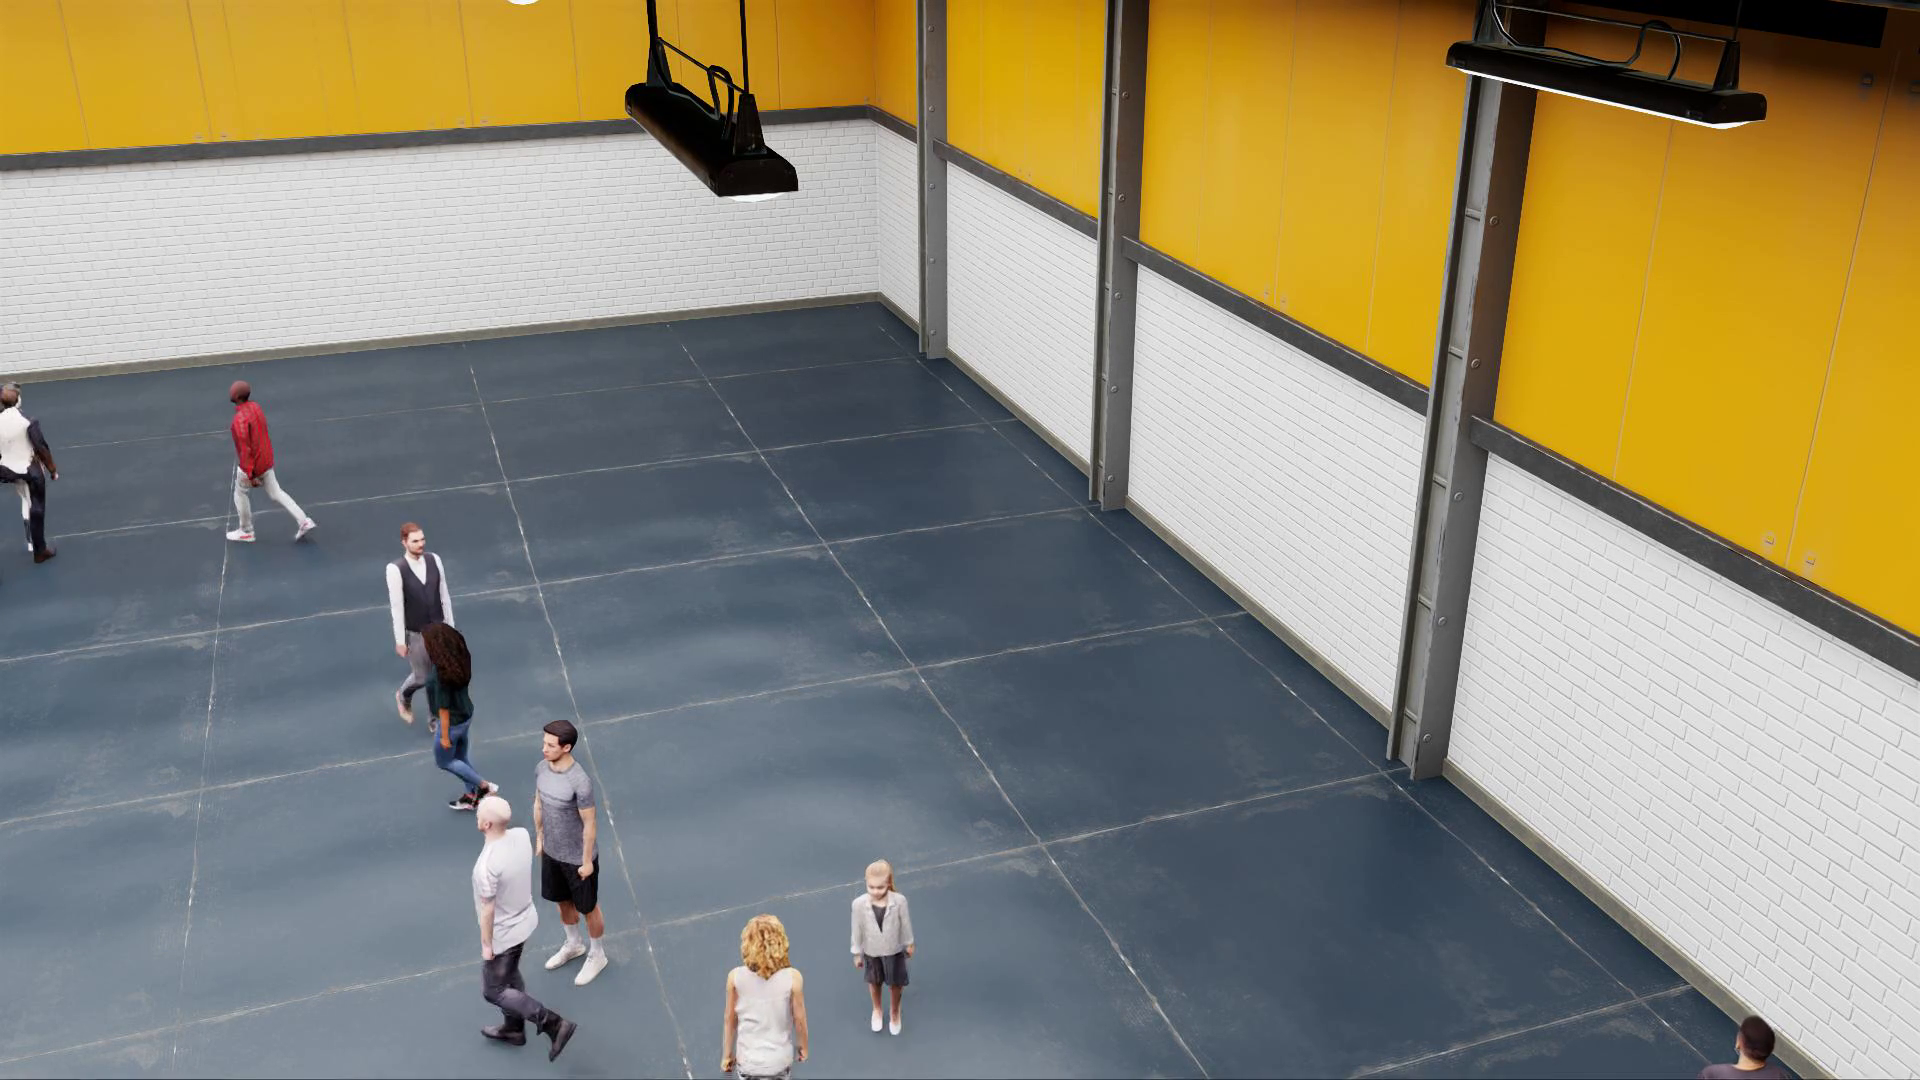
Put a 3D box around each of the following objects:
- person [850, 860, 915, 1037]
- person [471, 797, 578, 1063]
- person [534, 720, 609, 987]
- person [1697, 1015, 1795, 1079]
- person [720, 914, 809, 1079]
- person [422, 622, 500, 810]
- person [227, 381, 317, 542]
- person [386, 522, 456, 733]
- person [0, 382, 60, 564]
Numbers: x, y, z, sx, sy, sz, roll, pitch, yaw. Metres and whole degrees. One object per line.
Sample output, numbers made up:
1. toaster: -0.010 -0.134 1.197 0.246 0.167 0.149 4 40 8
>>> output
1. person: -0.481 2.520 10.459 0.625 1.261 0.651 1 24 2
2. person: -2.677 2.383 10.083 1.039 1.813 1.037 6 24 13
3. person: -2.538 2.010 10.863 0.689 1.871 0.797 16 28 32
4. person: 3.886 3.142 8.407 0.713 1.764 0.703 3 24 6
5. person: -1.091 2.868 9.174 0.747 1.653 0.793 1 24 2
6. person: -3.777 1.379 12.647 0.784 1.598 0.728 1 24 3
7. person: -7.275 -0.806 17.393 1.115 1.800 1.239 4 24 9
8. person: -4.490 0.719 13.752 0.988 1.923 0.889 19 30 37
9. person: -9.591 -0.655 16.953 0.818 1.877 0.813 1 24 3
